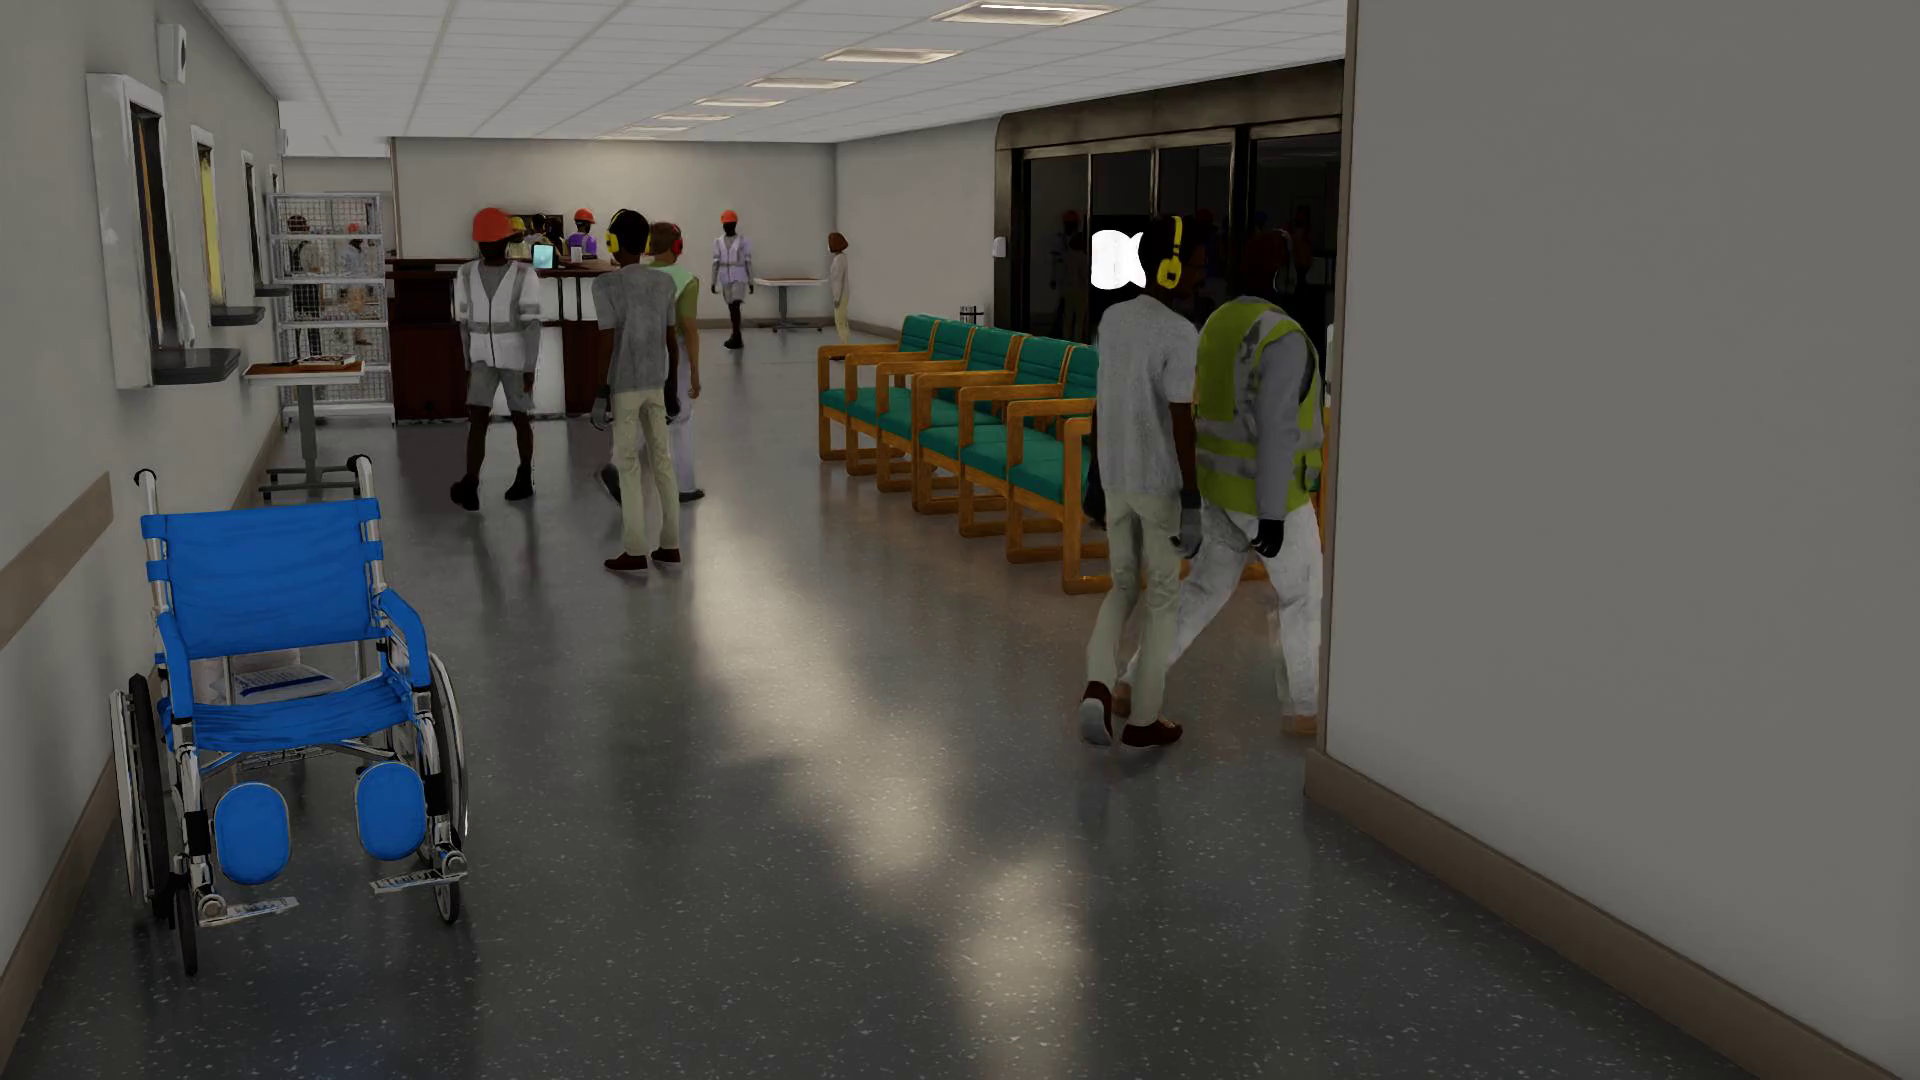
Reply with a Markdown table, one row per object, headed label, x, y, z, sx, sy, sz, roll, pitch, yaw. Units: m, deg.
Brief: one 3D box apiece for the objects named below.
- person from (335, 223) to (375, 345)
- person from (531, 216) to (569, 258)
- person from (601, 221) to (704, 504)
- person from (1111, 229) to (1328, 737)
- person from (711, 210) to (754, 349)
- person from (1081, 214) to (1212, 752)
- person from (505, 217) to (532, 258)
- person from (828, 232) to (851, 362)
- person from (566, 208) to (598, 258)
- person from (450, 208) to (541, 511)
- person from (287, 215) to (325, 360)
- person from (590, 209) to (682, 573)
| label | x | y | z | sx | sy | sz | roll | pitch | yaw |
| --- | --- | --- | --- | --- | --- | --- | --- | --- | --- |
| person | -8.597 | -3.625 | 23.645 | 0.457 | 1.732 | 0.559 | 2 | 11 | 11 |
| person | -5.298 | -3.299 | 21.733 | 0.431 | 1.835 | 0.623 | 6 | 12 | 27 |
| person | -1.938 | -1.095 | 10.481 | 0.598 | 1.808 | 0.793 | 5 | 12 | 25 |
| person | 0.961 | -0.170 | 5.766 | 0.932 | 1.801 | 0.630 | -4 | 12 | -20 |
| person | -3.193 | -3.597 | 23.033 | 0.565 | 1.902 | 0.912 | 3 | 12 | 16 |
| person | 0.568 | -0.165 | 5.606 | 0.622 | 1.838 | 0.486 | 11 | 15 | 44 |
| person | -5.928 | -3.392 | 22.222 | 0.404 | 1.826 | 0.592 | 9 | 14 | 39 |
| person | -1.542 | -3.099 | 21.228 | 0.285 | 1.627 | 0.504 | 1 | 11 | 3 |
| person | -4.918 | -3.378 | 21.853 | 0.543 | 1.935 | 0.366 | 7 | 13 | 32 |
| person | -2.908 | -1.122 | 10.423 | 0.557 | 1.872 | 1.012 | 1 | 11 | 4 |
| person | -7.445 | -2.739 | 18.807 | 0.505 | 1.842 | 0.346 | 0 | 11 | 1 |
| person | -1.677 | -0.762 | 8.602 | 0.309 | 1.868 | 0.535 | 11 | 15 | 44 |
